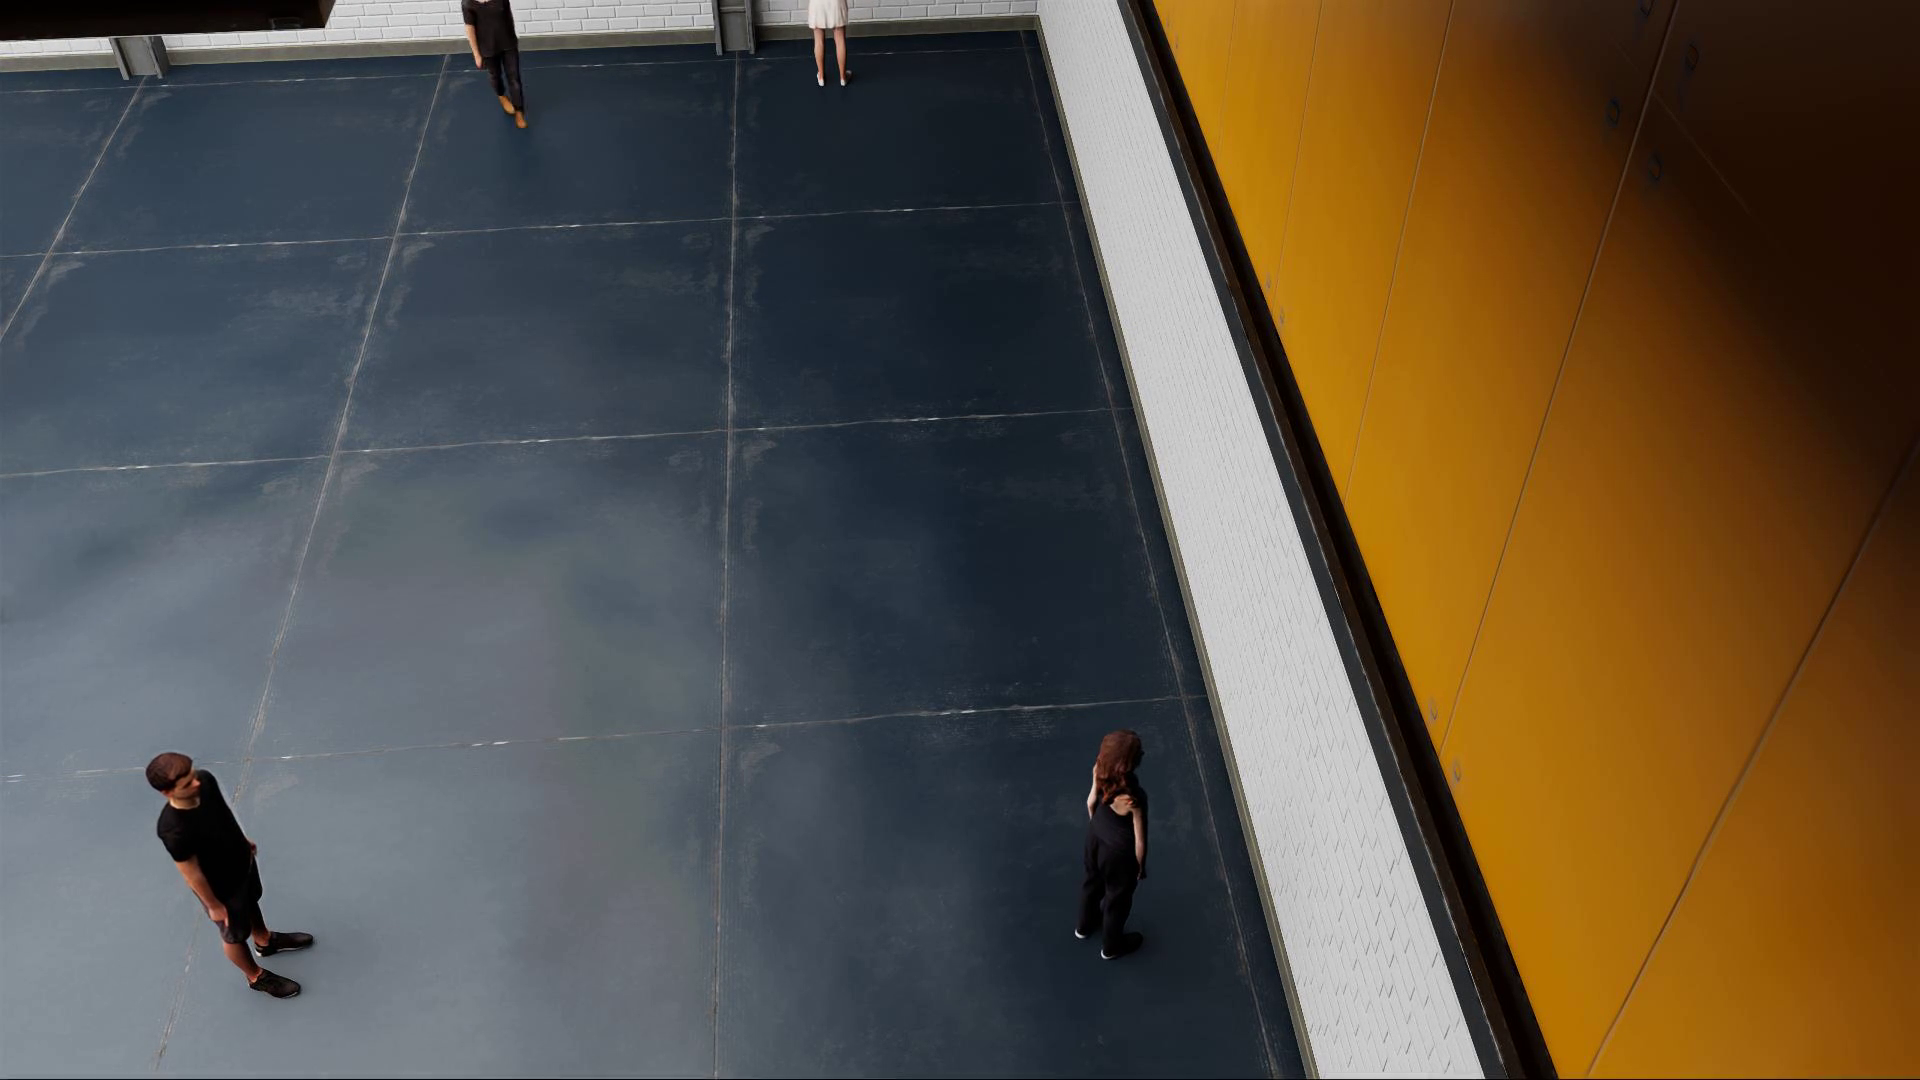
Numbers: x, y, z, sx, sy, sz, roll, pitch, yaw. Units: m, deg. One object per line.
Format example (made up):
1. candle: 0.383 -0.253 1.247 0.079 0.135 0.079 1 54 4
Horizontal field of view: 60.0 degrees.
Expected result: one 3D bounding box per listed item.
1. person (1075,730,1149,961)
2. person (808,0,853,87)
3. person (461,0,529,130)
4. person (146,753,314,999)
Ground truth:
1. person: 0.820 1.647 8.991 0.681 1.743 0.656 -29 51 -27
2. person: -1.297 -5.270 16.279 0.494 1.705 0.633 1 44 1
3. person: -4.409 -4.768 15.786 0.989 1.657 0.895 -24 49 -23
4. person: -3.917 1.740 8.807 0.588 1.862 0.675 -1 44 -1
